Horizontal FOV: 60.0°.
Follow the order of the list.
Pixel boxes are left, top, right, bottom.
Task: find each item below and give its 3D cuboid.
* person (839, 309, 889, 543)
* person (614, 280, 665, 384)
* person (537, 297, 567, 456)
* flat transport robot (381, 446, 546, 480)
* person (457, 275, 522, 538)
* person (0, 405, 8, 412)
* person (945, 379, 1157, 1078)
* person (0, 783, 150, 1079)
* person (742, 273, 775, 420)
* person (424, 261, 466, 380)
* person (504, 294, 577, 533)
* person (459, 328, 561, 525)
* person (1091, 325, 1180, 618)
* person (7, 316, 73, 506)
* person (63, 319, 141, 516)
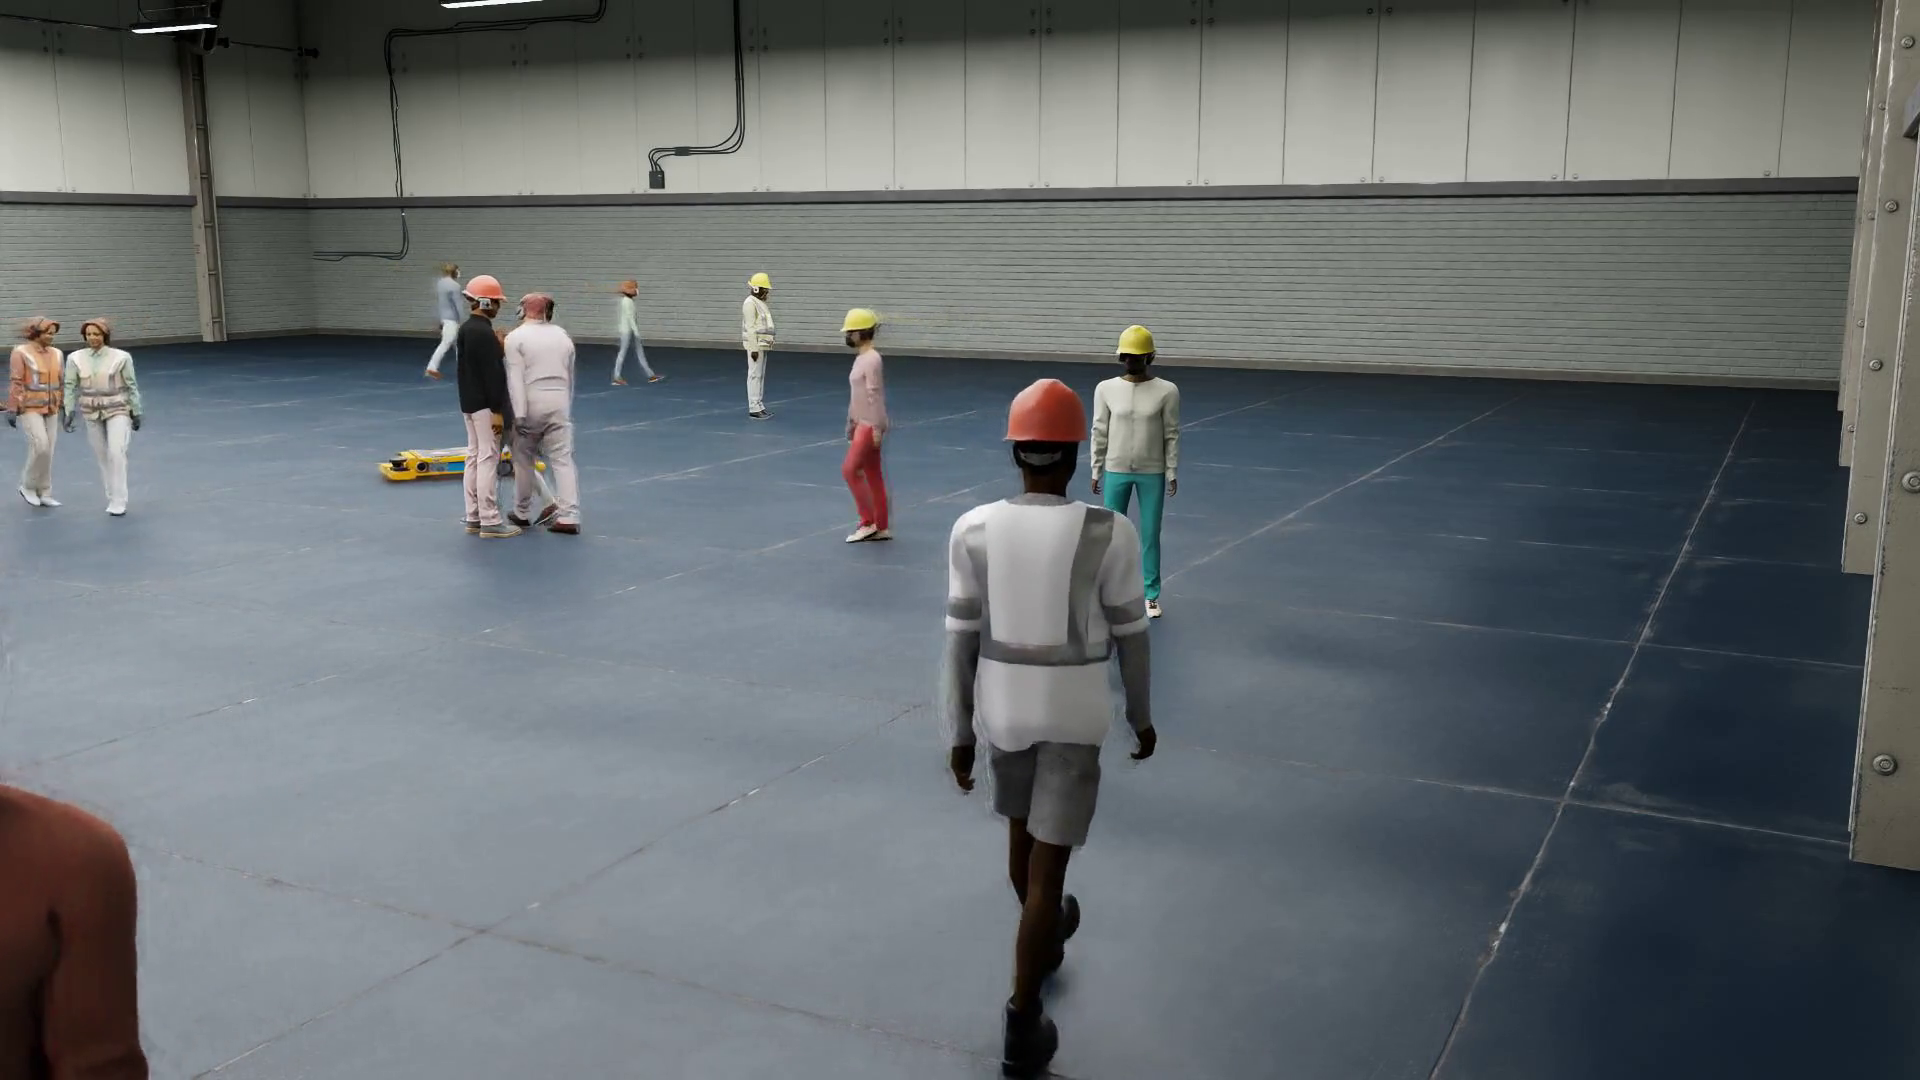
[{"bbox_3d":[-0.747,-0.838,12.386,0.510,1.747,0.562,-2,11,-12],"label":"person"},{"bbox_3d":[-4.988,-3.188,25.651,0.818,1.600,0.504,0,10,-1],"label":"person"},{"bbox_3d":[-4.376,-1.724,17.494,0.531,1.657,0.864,4,11,19],"label":"person"},{"bbox_3d":[-4.783,-0.759,16.012,1.431,0.197,0.652,-5,12,-27],"label":"flat transport robot"},{"bbox_3d":[-3.626,-1.021,12.736,0.397,1.993,0.616,-7,13,-34],"label":"person"},{"bbox_3d":[-12.503,-2.399,21.312,0.700,1.610,0.508,-9,13,-39],"label":"person"},{"bbox_3d":[0.282,0.484,4.808,0.553,1.888,0.977,4,11,23],"label":"person"},{"bbox_3d":[-1.355,0.928,2.183,0.621,1.970,0.665,-1,10,-8],"label":"person"},{"bbox_3d":[-2.518,-2.429,20.878,0.403,1.826,0.588,1,10,5],"label":"person"},{"bbox_3d":[-8.164,-3.504,26.574,1.027,1.896,0.649,-9,14,-40],"label":"person"},{"bbox_3d":[-3.285,-0.987,13.005,0.656,1.831,1.001,-10,14,-43],"label":"person"},{"bbox_3d":[-3.571,-0.894,13.153,0.823,1.593,0.516,2,11,9],"label":"person"},{"bbox_3d":[1.048,-0.403,9.997,0.533,1.766,0.318,2,11,10],"label":"person"},{"bbox_3d":[-7.758,-1.075,14.037,0.374,1.621,0.557,3,11,16],"label":"person"},{"bbox_3d":[-7.031,-0.989,13.612,0.527,1.613,0.732,-1,10,-6],"label":"person"}]
